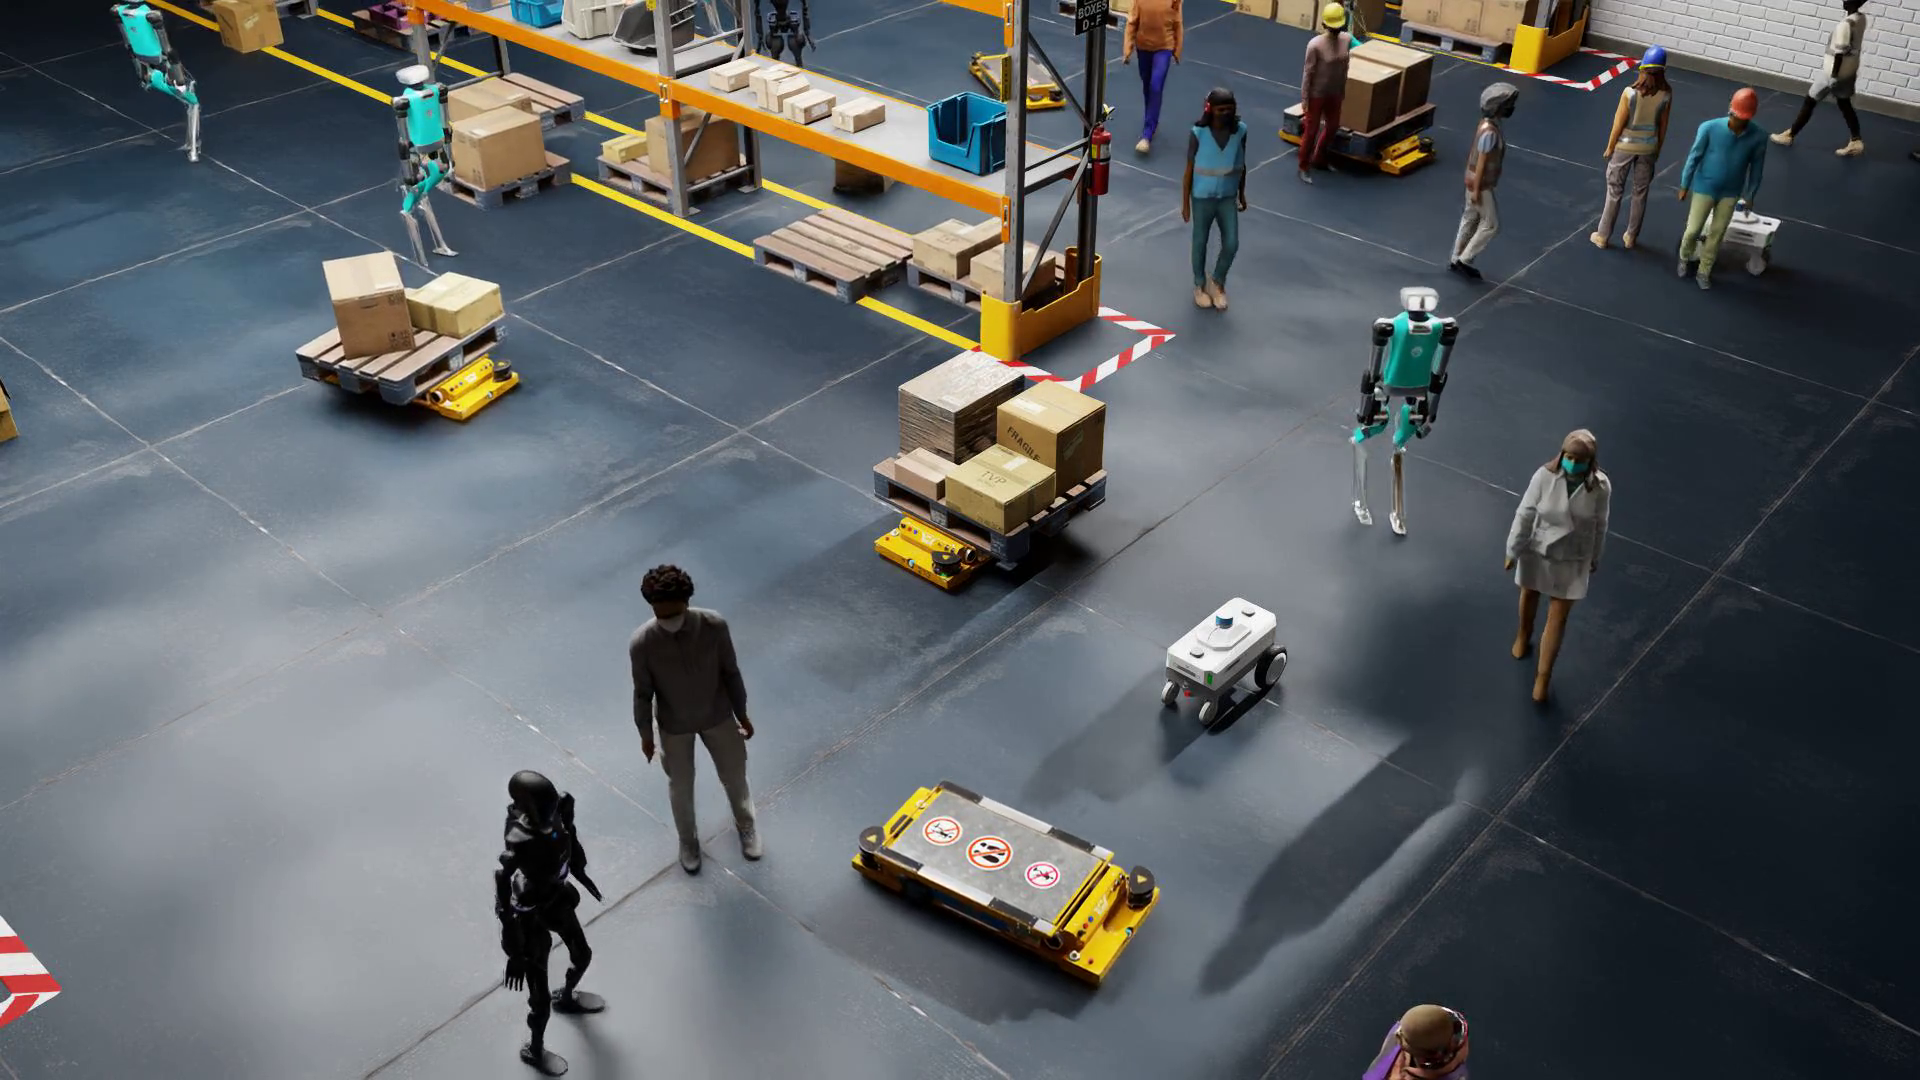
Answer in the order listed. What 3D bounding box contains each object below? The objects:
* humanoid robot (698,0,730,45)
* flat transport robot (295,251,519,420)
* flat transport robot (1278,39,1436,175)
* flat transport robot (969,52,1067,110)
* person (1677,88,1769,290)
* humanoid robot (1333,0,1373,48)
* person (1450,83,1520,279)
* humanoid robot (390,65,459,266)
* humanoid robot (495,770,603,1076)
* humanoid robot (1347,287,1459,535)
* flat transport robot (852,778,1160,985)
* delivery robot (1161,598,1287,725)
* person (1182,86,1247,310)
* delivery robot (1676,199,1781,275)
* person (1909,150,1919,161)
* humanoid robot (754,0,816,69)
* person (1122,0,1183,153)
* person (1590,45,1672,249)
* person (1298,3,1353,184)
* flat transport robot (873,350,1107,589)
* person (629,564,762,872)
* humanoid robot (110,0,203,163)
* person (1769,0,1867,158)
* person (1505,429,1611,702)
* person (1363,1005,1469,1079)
[{"bbox_3d":[-2.782,-6.596,19.060,0.849,1.744,0.564,20,39,26],"label":"humanoid robot"},{"bbox_3d":[-4.144,-1.287,12.675,1.431,0.231,0.659,16,38,22],"label":"flat transport robot"},{"bbox_3d":[3.956,-4.002,16.608,1.431,0.231,0.659,29,44,35],"label":"flat transport robot"},{"bbox_3d":[0.618,-4.988,18.037,0.659,0.231,1.431,-10,36,-14],"label":"flat transport robot"},{"bbox_3d":[6.263,-2.892,13.704,0.594,1.729,0.403,4,35,6],"label":"person"},{"bbox_3d":[4.150,-5.383,17.362,0.693,1.846,0.546,12,36,17],"label":"humanoid robot"},{"bbox_3d":[4.403,-2.982,13.882,0.419,1.670,0.474,11,36,15],"label":"person"},{"bbox_3d":[-4.622,-3.174,14.128,0.697,1.797,0.530,22,40,28],"label":"humanoid robot"},{"bbox_3d":[-1.814,1.607,7.246,0.371,1.636,0.612,13,37,18],"label":"humanoid robot"},{"bbox_3d":[2.799,-0.906,10.800,0.539,1.765,0.664,-1,35,-2],"label":"humanoid robot"},{"bbox_3d":[0.223,1.679,8.378,1.431,0.231,0.659,20,39,26],"label":"flat transport robot"},{"bbox_3d":[1.506,0.646,9.597,0.499,0.566,0.739,27,43,33],"label":"delivery robot"},{"bbox_3d":[2.056,-2.705,13.334,0.570,1.850,0.556,-4,35,-6],"label":"person"},{"bbox_3d":[6.659,-2.654,14.419,0.814,0.611,0.499,20,39,26],"label":"delivery robot"},{"bbox_3d":[9.646,-4.600,16.021,0.547,1.929,0.387,-20,39,-27],"label":"person"},{"bbox_3d":[-1.798,-5.236,17.162,0.612,1.636,0.438,-1,35,-2],"label":"humanoid robot"},{"bbox_3d":[1.840,-4.779,16.256,0.541,1.942,0.956,15,37,21],"label":"person"},{"bbox_3d":[5.822,-3.380,14.378,0.463,1.777,0.326,2,35,3],"label":"person"},{"bbox_3d":[3.423,-4.210,15.623,0.630,1.733,0.454,-19,39,-25],"label":"person"},{"bbox_3d":[0.158,-0.172,11.059,0.659,0.231,1.431,27,43,33],"label":"flat transport robot"},{"bbox_3d":[-1.315,0.857,8.147,0.556,1.884,0.410,-10,36,-15],"label":"person"},{"bbox_3d":[-7.599,-4.541,16.092,0.598,1.772,0.866,11,36,15],"label":"humanoid robot"},{"bbox_3d":[8.623,-4.587,16.238,0.538,1.650,0.874,-28,44,-34],"label":"person"},{"bbox_3d":[3.345,0.131,9.419,0.511,1.625,0.771,14,37,20],"label":"person"},{"bbox_3d":[1.653,2.313,6.205,0.348,1.691,0.482,-10,36,-14],"label":"person"}]
